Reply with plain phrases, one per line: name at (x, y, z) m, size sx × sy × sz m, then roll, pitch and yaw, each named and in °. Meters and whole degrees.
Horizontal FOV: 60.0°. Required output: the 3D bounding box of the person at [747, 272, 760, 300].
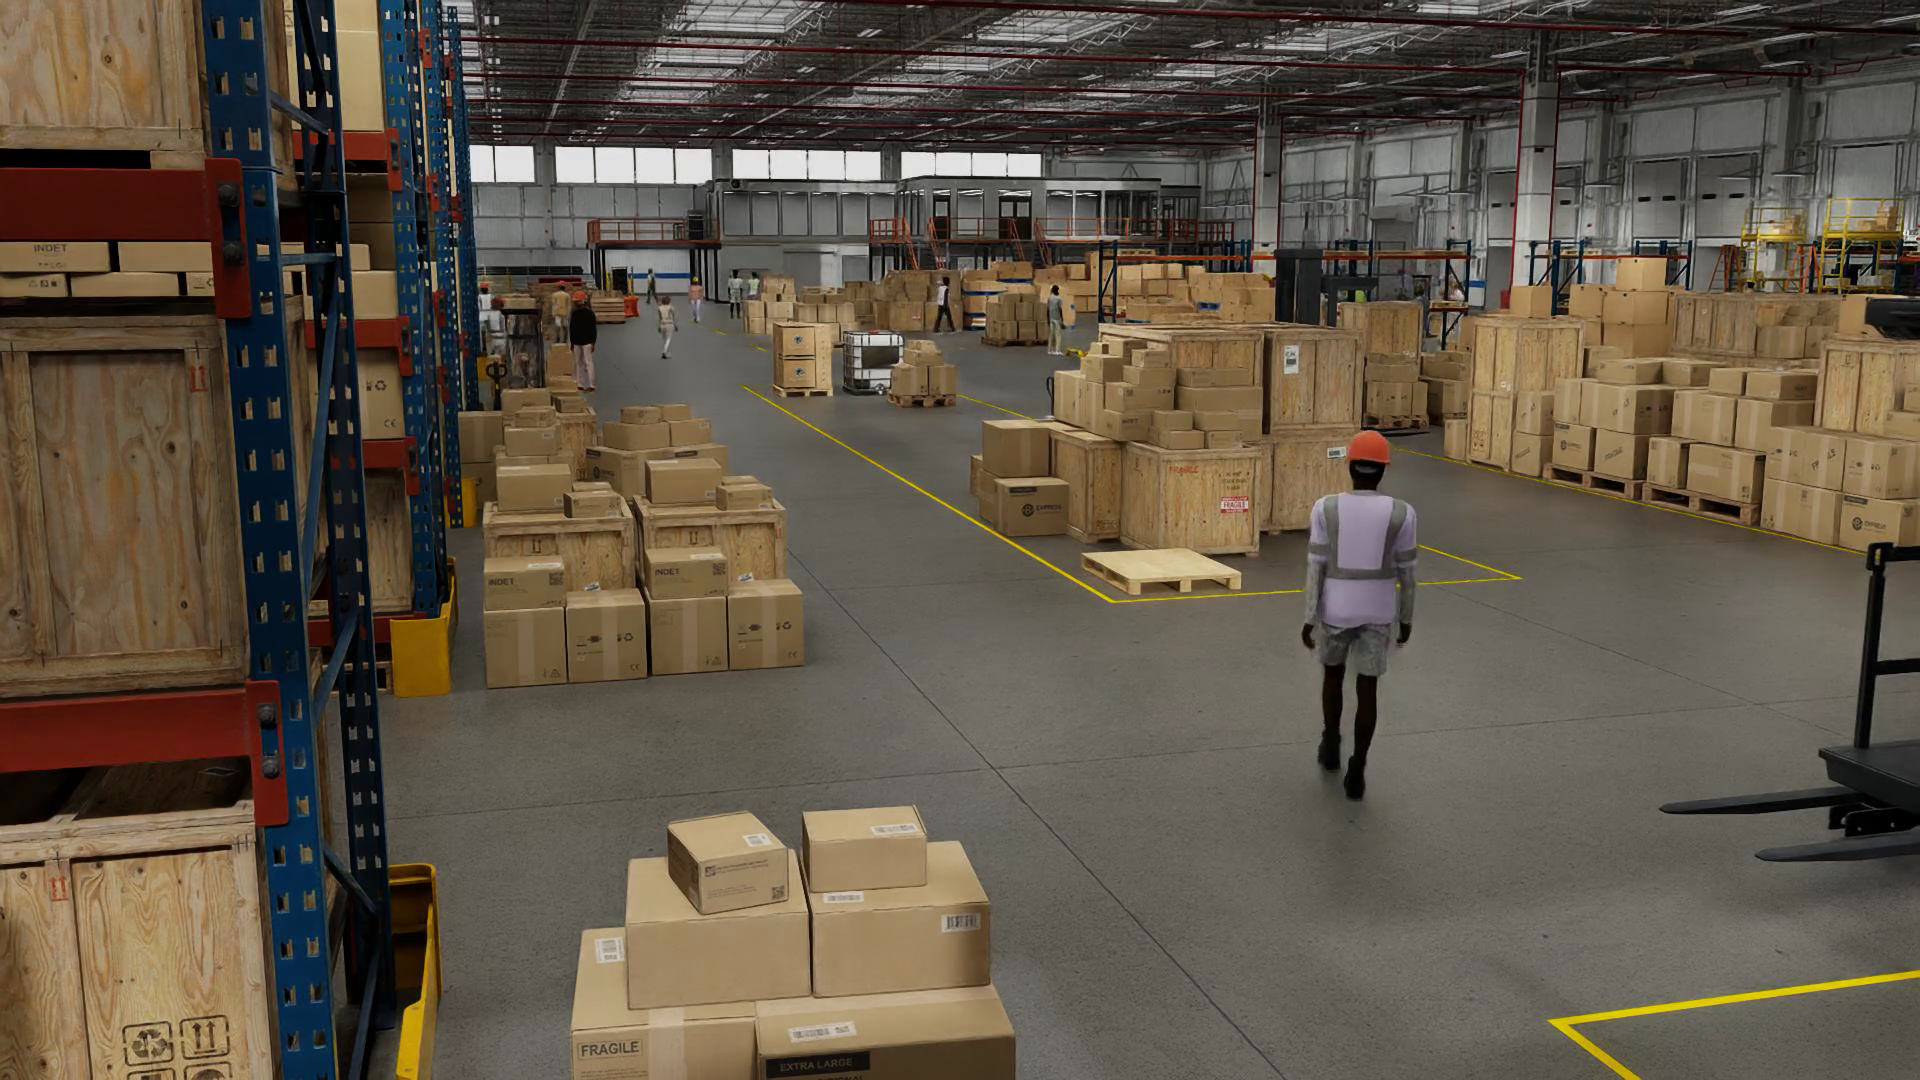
person at (-8.090, -9.678, 65.866) m, size 0.615 × 1.851 × 0.959 m, roll 5°, pitch 11°, yaw 24°

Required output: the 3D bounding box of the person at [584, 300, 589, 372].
person at (-8.634, -4.711, 38.213) m, size 0.543 × 1.677 × 0.387 m, roll -3°, pitch 10°, yaw -15°

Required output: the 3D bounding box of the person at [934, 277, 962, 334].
person at (-0.444, -7.651, 54.347) m, size 0.989 × 1.865 × 0.615 m, roll -5°, pitch 11°, yaw -27°

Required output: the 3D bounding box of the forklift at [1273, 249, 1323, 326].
forklift at (4.855, -2.824, 24.162) m, size 1.873 × 2.768 × 1.129 m, roll -3°, pitch 10°, yaw -15°

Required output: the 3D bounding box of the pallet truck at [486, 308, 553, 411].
pallet truck at (-6.242, -2.418, 24.362) m, size 0.823 × 1.965 × 1.885 m, roll 1°, pitch 10°, yaw 3°

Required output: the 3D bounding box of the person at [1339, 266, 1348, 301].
person at (19.249, -12.806, 83.463) m, size 0.612 × 1.912 × 0.967 m, roll -2°, pitch 10°, yaw -13°

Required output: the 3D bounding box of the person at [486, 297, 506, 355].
person at (-9.207, -3.926, 33.324) m, size 0.612 × 1.846 × 0.603 m, roll 4°, pitch 11°, yaw 24°

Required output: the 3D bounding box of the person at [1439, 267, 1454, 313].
person at (20.822, -10.693, 71.248) m, size 0.638 × 1.983 × 0.442 m, roll 0°, pitch 10°, yaw 2°

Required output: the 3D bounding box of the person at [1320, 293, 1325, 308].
person at (8.556, -5.115, 39.843) m, size 0.392 × 1.933 × 0.646 m, roll -4°, pitch 11°, yaw -20°

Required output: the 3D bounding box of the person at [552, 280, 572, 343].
person at (-11.263, -6.399, 47.117) m, size 0.562 × 1.921 × 0.460 m, roll -1°, pitch 10°, yaw -6°

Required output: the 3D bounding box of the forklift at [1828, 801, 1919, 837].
forklift at (5.276, 0.105, 7.580) m, size 1.873 × 2.768 × 1.129 m, roll -3°, pitch 10°, yaw -15°

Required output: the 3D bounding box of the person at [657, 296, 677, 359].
person at (-7.533, -5.451, 42.611) m, size 0.510 × 1.615 × 0.728 m, roll 3°, pitch 11°, yaw 17°

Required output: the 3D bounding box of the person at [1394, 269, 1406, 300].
person at (20.440, -11.682, 77.180) m, size 0.950 × 1.879 × 0.559 m, roll 4°, pitch 11°, yaw 24°

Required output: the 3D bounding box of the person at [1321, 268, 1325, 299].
person at (17.220, -12.065, 79.474) m, size 0.431 × 1.835 × 0.624 m, roll -10°, pitch 14°, yaw -43°

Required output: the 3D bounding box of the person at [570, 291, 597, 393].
person at (-7.418, -3.878, 32.640) m, size 0.622 × 1.992 × 0.394 m, roll 5°, pitch 11°, yaw 28°

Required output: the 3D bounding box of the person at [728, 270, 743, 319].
person at (-8.905, -9.741, 65.932) m, size 0.603 × 1.962 × 0.368 m, roll -4°, pitch 11°, yaw -22°

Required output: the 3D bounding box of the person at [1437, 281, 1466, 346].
person at (14.187, -6.451, 47.519) m, size 0.993 × 1.905 × 0.619 m, roll -1°, pitch 10°, yaw -5°

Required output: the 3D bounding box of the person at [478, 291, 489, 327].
person at (-14.941, -7.129, 52.201) m, size 0.867 × 1.588 × 0.520 m, roll -2°, pitch 10°, yaw -13°

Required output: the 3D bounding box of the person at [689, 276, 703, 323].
person at (-9.895, -9.002, 62.336) m, size 0.532 × 1.748 × 0.660 m, roll -1°, pitch 10°, yaw -5°

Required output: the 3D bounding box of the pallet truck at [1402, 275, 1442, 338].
pallet truck at (14.620, -7.324, 52.145) m, size 0.823 × 1.965 × 1.885 m, roll 8°, pitch 13°, yaw 40°

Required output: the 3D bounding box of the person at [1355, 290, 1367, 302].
person at (11.974, -6.822, 49.886) m, size 0.672 × 1.790 × 0.751 m, roll 5°, pitch 11°, yaw 25°

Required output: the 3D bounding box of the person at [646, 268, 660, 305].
person at (-15.000, -12.344, 81.135) m, size 0.918 × 1.811 × 0.520 m, roll 8°, pitch 13°, yaw 38°

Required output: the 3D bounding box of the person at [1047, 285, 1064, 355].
person at (2.522, -5.817, 44.039) m, size 0.534 × 1.861 × 0.338 m, roll 8°, pitch 13°, yaw 39°

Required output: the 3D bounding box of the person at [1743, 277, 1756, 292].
person at (24.539, -7.226, 51.800) m, size 0.383 × 1.923 × 0.590 m, roll 3°, pitch 10°, yaw 15°

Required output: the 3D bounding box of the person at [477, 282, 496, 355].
person at (-12.572, -5.870, 44.085) m, size 0.552 × 1.935 × 0.373 m, roll -6°, pitch 12°, yaw -31°

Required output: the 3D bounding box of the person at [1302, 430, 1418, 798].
person at (2.130, 0.360, 8.883) m, size 0.580 × 1.901 × 0.851 m, roll 2°, pitch 10°, yaw 11°

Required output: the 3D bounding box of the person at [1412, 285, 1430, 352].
person at (11.004, -5.127, 39.883) m, size 0.627 × 1.935 × 0.372 m, roll -9°, pitch 13°, yaw -42°
